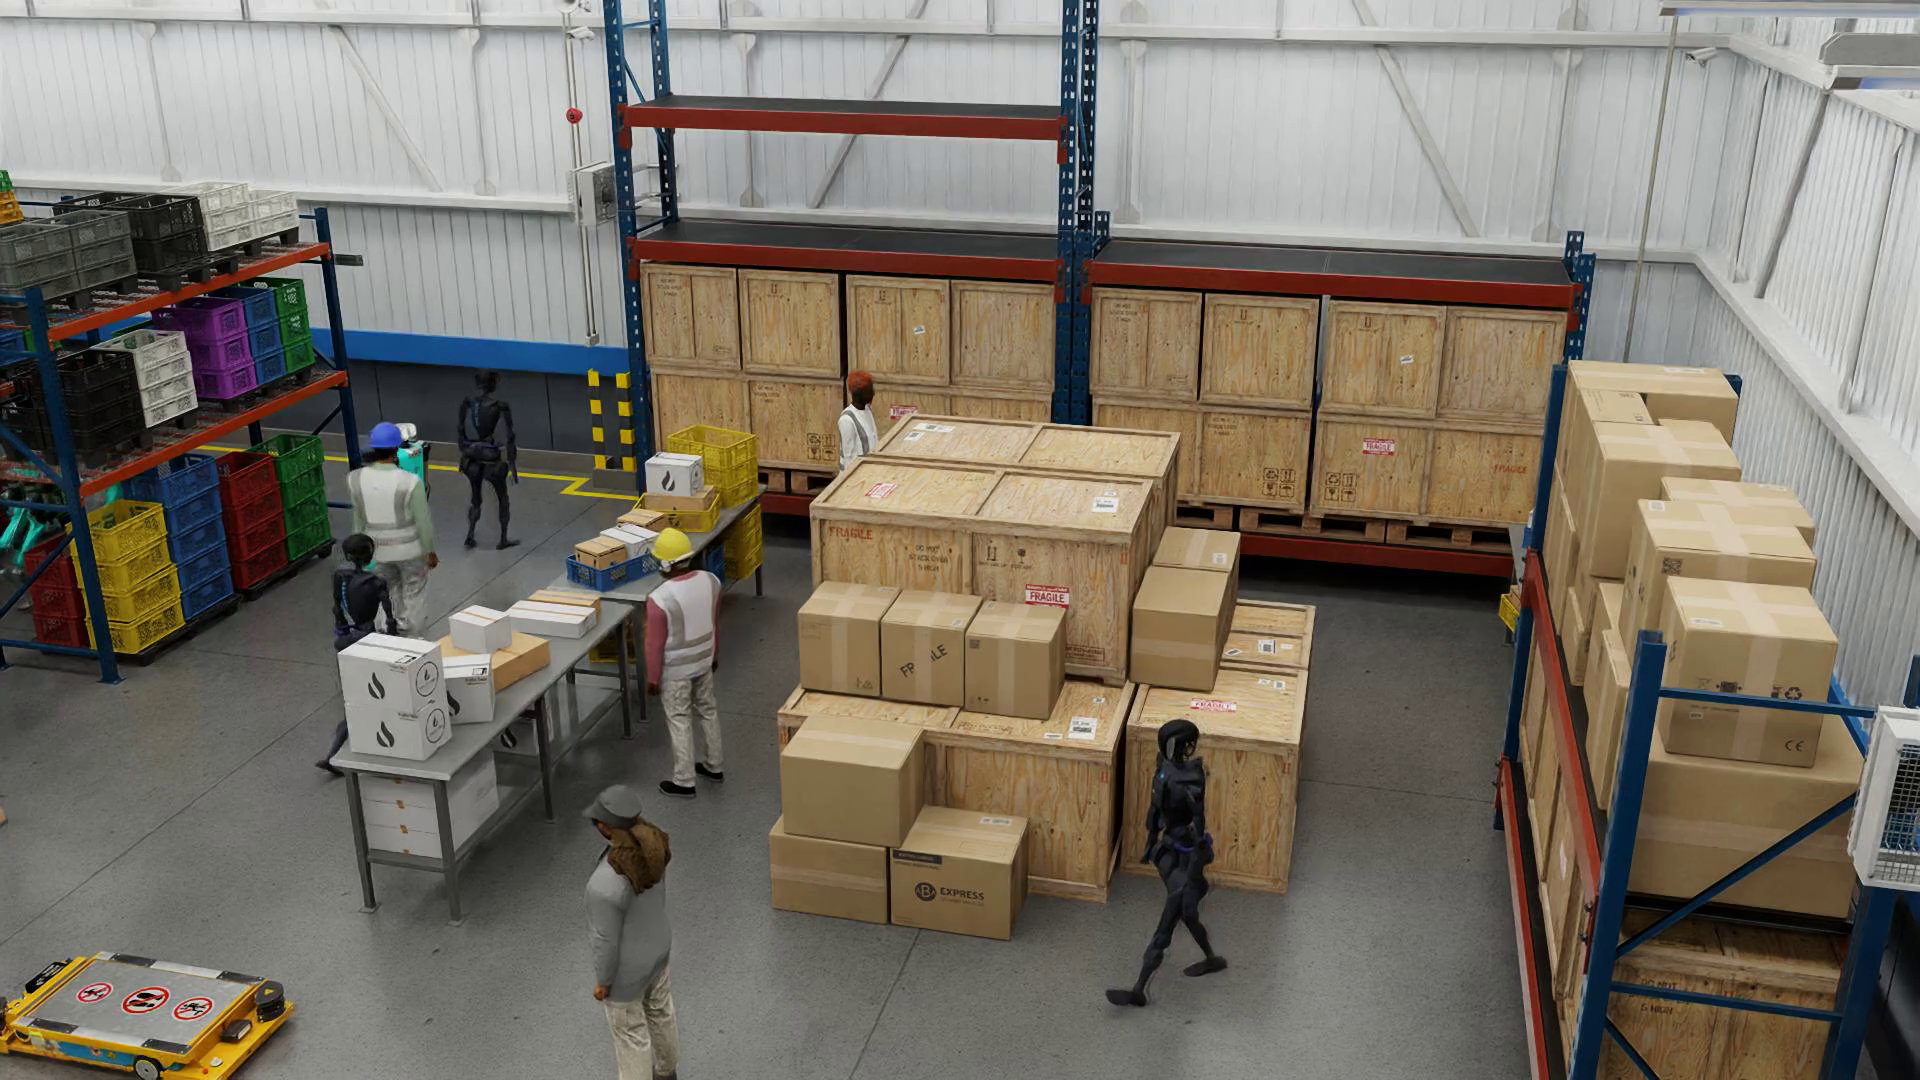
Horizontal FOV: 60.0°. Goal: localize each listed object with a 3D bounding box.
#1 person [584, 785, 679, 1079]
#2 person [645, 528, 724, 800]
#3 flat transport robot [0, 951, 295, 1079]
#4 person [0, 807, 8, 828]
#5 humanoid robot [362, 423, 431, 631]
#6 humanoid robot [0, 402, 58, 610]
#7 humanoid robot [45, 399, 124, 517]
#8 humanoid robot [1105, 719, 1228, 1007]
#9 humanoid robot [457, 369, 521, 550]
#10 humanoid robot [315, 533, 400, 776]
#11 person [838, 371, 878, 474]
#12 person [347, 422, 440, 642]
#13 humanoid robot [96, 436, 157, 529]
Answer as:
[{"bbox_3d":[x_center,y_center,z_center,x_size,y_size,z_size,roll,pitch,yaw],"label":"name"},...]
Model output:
[{"bbox_3d":[-1.532,1.952,7.835,0.397,1.768,0.572,7,22,18],"label":"person"},{"bbox_3d":[-1.795,0.790,10.798,0.404,1.826,0.593,15,26,35],"label":"person"},{"bbox_3d":[-4.270,2.464,8.601,1.431,0.231,0.659,5,22,13],"label":"flat transport robot"},{"bbox_3d":[-6.283,0.903,10.203,0.612,2.043,0.371,6,22,15],"label":"person"},{"bbox_3d":[-4.536,-0.121,13.166,0.738,1.692,0.534,7,22,18],"label":"humanoid robot"},{"bbox_3d":[-7.672,-0.198,13.461,0.531,1.764,0.690,8,22,20],"label":"humanoid robot"},{"bbox_3d":[-7.657,-0.706,14.771,0.707,1.746,0.530,-17,27,-37],"label":"humanoid robot"},{"bbox_3d":[1.113,1.673,8.762,0.791,1.620,0.611,-7,22,-17],"label":"humanoid robot"},{"bbox_3d":[-4.282,-0.722,14.958,0.604,1.635,0.405,6,22,15],"label":"humanoid robot"},{"bbox_3d":[-4.033,0.779,11.134,0.590,1.644,0.779,10,23,25],"label":"humanoid robot"},{"bbox_3d":[-0.836,-0.516,14.134,0.356,1.884,0.574,5,21,12],"label":"person"},{"bbox_3d":[-4.257,0.039,12.607,0.631,1.929,0.437,4,21,10],"label":"person"},{"bbox_3d":[-7.278,-0.502,14.290,0.567,1.752,0.855,2,21,5],"label":"humanoid robot"}]
